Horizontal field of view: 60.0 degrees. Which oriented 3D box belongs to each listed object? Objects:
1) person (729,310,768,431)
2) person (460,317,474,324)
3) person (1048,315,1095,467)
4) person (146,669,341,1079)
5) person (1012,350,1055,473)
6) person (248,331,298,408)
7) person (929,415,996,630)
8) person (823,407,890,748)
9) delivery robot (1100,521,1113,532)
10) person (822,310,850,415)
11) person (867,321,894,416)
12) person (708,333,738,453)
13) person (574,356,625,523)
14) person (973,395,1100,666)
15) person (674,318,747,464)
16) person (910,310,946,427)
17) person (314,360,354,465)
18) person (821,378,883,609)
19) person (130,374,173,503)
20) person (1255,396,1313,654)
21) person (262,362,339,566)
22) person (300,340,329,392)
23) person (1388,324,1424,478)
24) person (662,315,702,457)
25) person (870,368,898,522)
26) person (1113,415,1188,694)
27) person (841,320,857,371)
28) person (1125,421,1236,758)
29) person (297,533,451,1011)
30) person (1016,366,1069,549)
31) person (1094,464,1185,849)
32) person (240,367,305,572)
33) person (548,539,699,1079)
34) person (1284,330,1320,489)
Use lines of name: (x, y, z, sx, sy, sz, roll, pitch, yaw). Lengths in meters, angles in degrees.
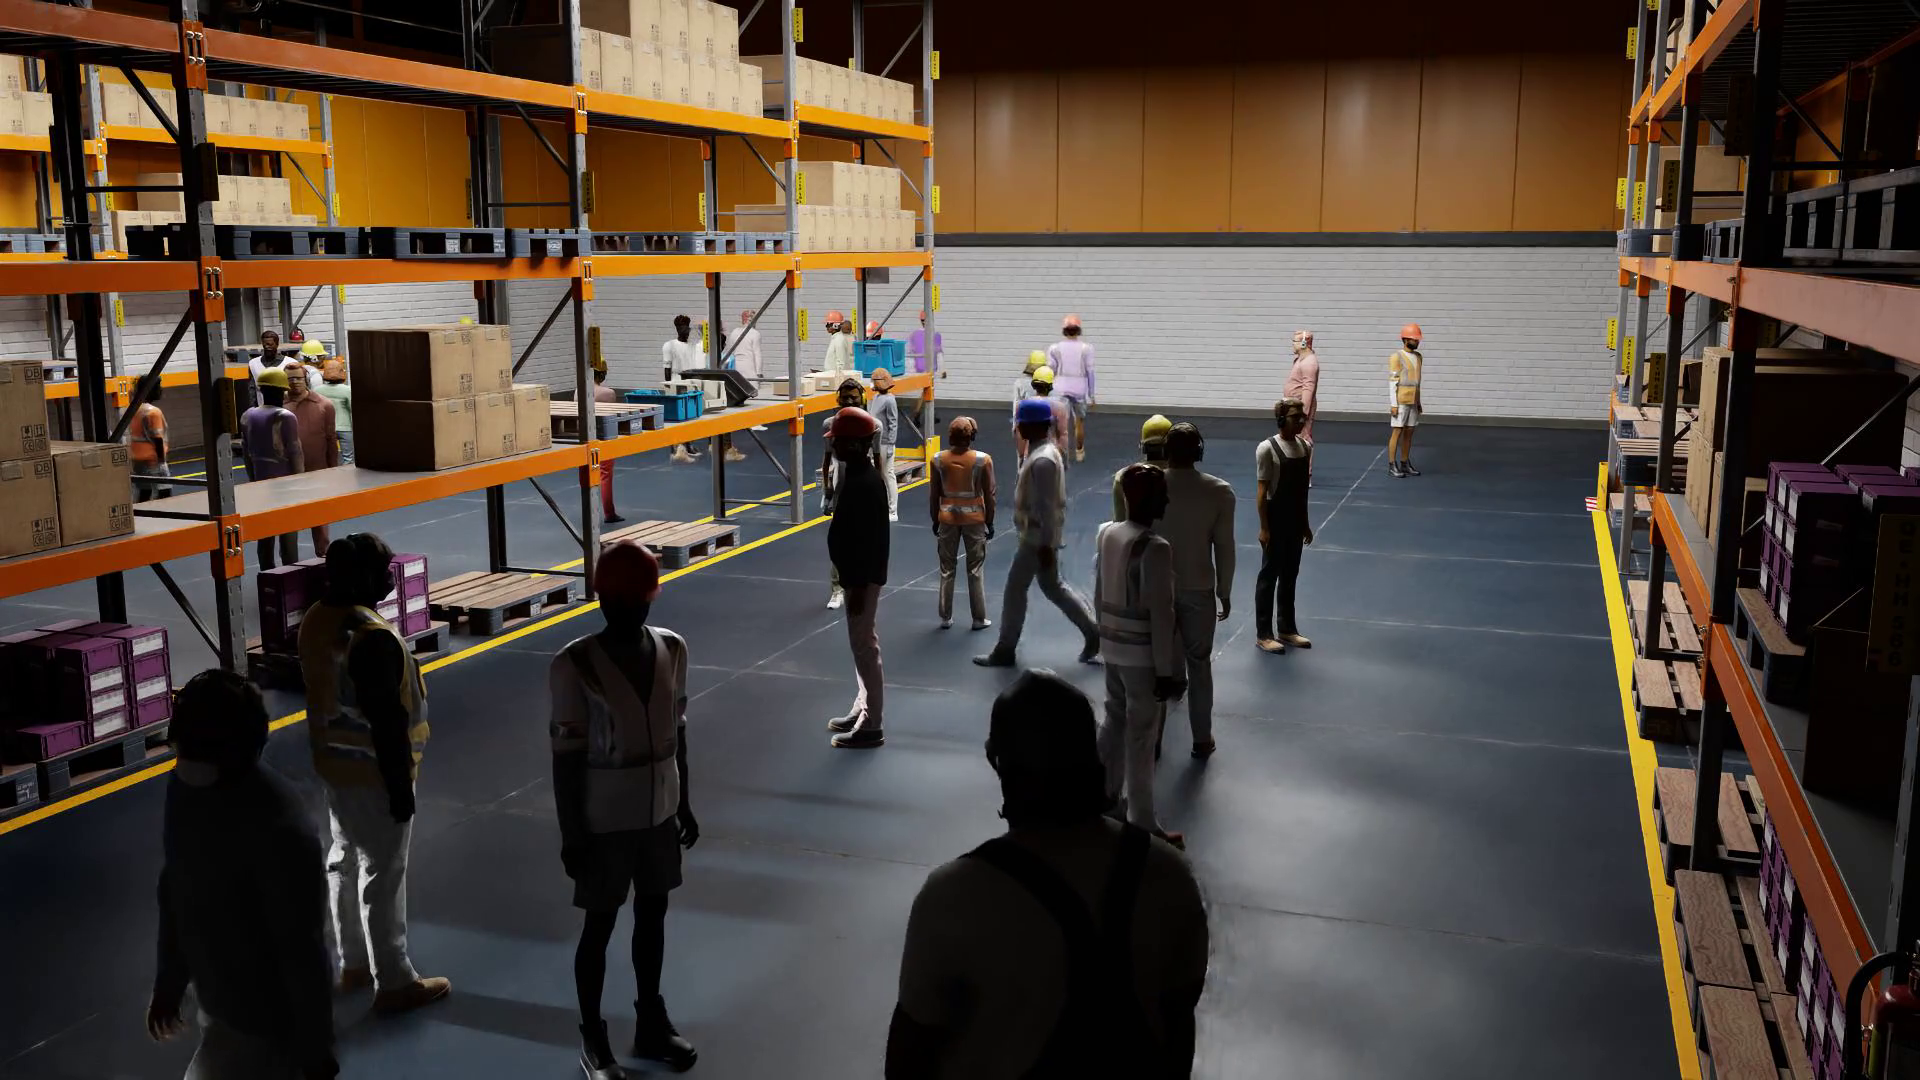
person: (-3.328, -2.670, 26.246, 0.642, 1.905, 0.399, 8, 13, 38)
person: (-7.927, -2.718, 26.900, 0.316, 1.769, 0.523, -2, 10, -10)
person: (1.477, -1.974, 22.063, 0.637, 1.994, 0.943, 1, 10, 6)
person: (-1.796, 1.217, 4.409, 0.929, 1.896, 0.650, -9, 13, -40)
person: (0.852, -1.297, 18.967, 0.502, 1.742, 0.309, 3, 11, 17)
person: (-8.123, -1.524, 19.747, 0.596, 1.918, 0.380, -1, 10, -8)
person: (0.019, -0.124, 12.647, 0.517, 1.641, 0.308, 2, 10, 13)
person: (-0.602, 0.214, 9.744, 0.382, 1.993, 0.622, -1, 10, -5)
delivery robot: (1.567, -0.078, 15.179, 0.477, 0.478, 0.707, 7, 12, 34)
person: (-1.763, -2.270, 23.732, 0.381, 1.994, 0.621, -2, 10, -10)
person: (-1.114, -1.904, 21.864, 0.542, 1.932, 0.384, 3, 11, 18)
person: (-3.381, -2.062, 23.398, 0.540, 1.695, 0.317, 3, 10, 14)
person: (-3.812, -1.058, 17.556, 0.531, 1.768, 0.311, 4, 11, 22)
person: (0.605, -0.056, 11.519, 0.944, 1.912, 0.626, 1, 10, 3)
person: (-3.401, -2.006, 22.275, 0.998, 1.998, 0.608, -8, 13, -38)
person: (-0.579, -2.780, 26.894, 0.547, 1.904, 0.936, 7, 12, 34)
person: (-7.017, -1.211, 18.779, 0.500, 1.636, 0.280, 1, 10, 4)
person: (-0.866, -0.368, 13.386, 0.514, 1.867, 0.328, -1, 10, -3)
person: (-7.799, -0.769, 16.155, 0.588, 1.682, 0.494, 8, 13, 38)
person: (2.349, -0.113, 12.010, 0.507, 1.847, 0.345, -8, 13, -36)
person: (-5.801, -0.613, 14.650, 0.641, 1.908, 0.407, -5, 11, -26)
person: (-7.449, -1.399, 19.284, 0.403, 1.833, 0.591, -8, 13, -40)
person: (5.652, -1.754, 20.994, 0.551, 1.934, 0.362, -7, 12, -35)
person: (-3.824, -2.124, 22.986, 0.366, 1.967, 0.603, 9, 13, 40)
person: (-0.823, -1.007, 17.635, 0.269, 1.632, 0.509, -5, 11, -26)
person: (1.287, 0.099, 10.842, 0.586, 1.835, 0.403, 2, 10, 9)
person: (-1.936, -2.957, 28.611, 0.522, 1.636, 0.310, 0, 10, 1)
person: (1.250, 0.288, 9.485, 0.632, 1.939, 0.368, 2, 10, 9)
person: (-2.266, 0.883, 6.412, 0.429, 1.844, 0.625, -10, 14, -43)
person: (0.795, -0.785, 16.015, 0.523, 1.769, 0.315, 4, 11, 19)
person: (0.856, 0.567, 8.075, 0.357, 1.881, 0.574, -5, 11, -26)
person: (-5.665, -0.474, 13.815, 0.587, 1.926, 0.368, 4, 11, 21)
person: (-1.142, 0.945, 5.794, 0.366, 1.933, 0.551, 10, 14, 44)
person: (4.103, -1.570, 20.034, 0.406, 1.910, 0.639, 2, 10, 9)
